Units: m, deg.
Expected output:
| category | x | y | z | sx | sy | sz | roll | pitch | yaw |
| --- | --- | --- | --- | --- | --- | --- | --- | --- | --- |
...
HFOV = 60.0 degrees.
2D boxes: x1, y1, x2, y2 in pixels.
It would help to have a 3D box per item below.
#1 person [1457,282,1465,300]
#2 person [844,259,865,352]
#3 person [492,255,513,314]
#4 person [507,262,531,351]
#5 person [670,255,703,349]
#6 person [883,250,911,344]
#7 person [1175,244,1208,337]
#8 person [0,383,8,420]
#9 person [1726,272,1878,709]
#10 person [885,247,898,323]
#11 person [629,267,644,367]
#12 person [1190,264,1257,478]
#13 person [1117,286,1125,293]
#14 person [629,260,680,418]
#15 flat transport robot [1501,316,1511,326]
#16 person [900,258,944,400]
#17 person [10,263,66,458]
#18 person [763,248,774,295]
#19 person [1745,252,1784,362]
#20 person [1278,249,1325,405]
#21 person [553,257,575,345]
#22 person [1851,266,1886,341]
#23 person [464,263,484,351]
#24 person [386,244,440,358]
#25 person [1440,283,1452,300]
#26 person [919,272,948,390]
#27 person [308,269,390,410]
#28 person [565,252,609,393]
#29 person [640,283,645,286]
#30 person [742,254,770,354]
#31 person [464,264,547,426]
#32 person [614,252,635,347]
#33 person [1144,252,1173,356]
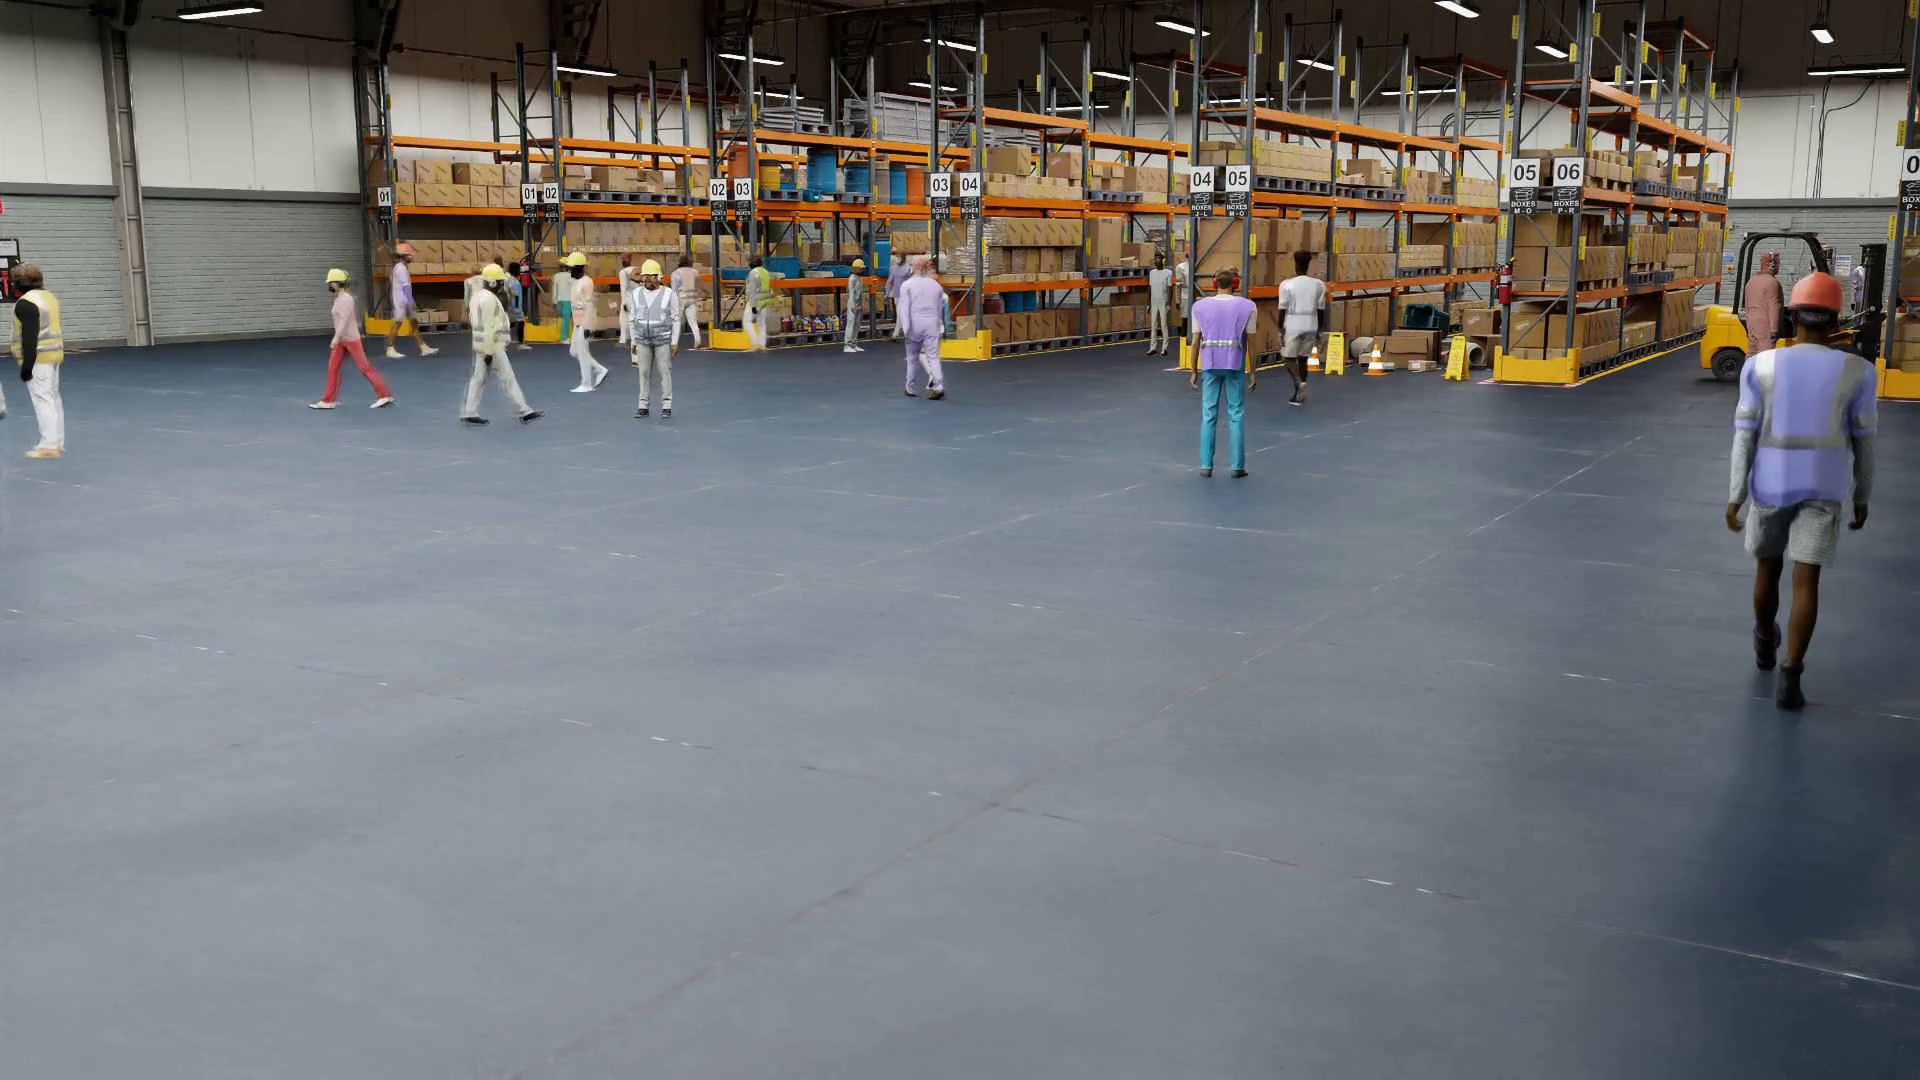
| category | x | y | z | sx | sy | sz | roll | pitch | yaw |
| --- | --- | --- | --- | --- | --- | --- | --- | --- | --- |
| person | 12.532 | -6.373 | 41.969 | 0.653 | 1.834 | 0.589 | -9 | 14 | -42 |
| person | -1.938 | -4.369 | 31.049 | 0.388 | 1.731 | 0.495 | 4 | 11 | 20 |
| person | -8.546 | -4.343 | 30.713 | 0.562 | 1.786 | 0.989 | -4 | 11 | -21 |
| person | -8.474 | -4.397 | 31.319 | 0.646 | 1.671 | 0.532 | -8 | 13 | -38 |
| person | -5.254 | -4.543 | 31.806 | 0.623 | 1.808 | 0.889 | -7 | 12 | -35 |
| person | -1.182 | -4.891 | 33.551 | 0.650 | 1.887 | 1.040 | 10 | 14 | 43 |
| person | 4.233 | -4.398 | 30.353 | 0.606 | 2.035 | 0.407 | 1 | 10 | 3 |
| person | -7.559 | -1.035 | 12.709 | 0.518 | 1.591 | 0.821 | 0 | 10 | -2 |
| person | 3.790 | -0.245 | 7.492 | 0.570 | 1.883 | 0.987 | 6 | 12 | 30 |
| person | -1.661 | -6.490 | 42.376 | 0.564 | 1.917 | 0.410 | 4 | 11 | 23 |
| person | -5.279 | -3.663 | 27.344 | 0.279 | 1.634 | 0.498 | -4 | 11 | -23 |
| person | 2.271 | -1.449 | 14.362 | 0.568 | 1.840 | 0.374 | 3 | 10 | 14 |
| person | 4.503 | -7.146 | 46.011 | 0.375 | 1.933 | 0.550 | 4 | 11 | 24 |
| person | -3.547 | -2.323 | 19.282 | 0.591 | 1.834 | 0.404 | 1 | 10 | 7 |
| flat transport robot | 13.507 | -5.359 | 40.662 | 0.652 | 0.197 | 1.431 | -2 | 10 | -9 |
| person | -0.484 | -2.749 | 21.698 | 0.645 | 1.840 | 1.010 | -5 | 11 | -24 |
| person | -8.752 | -1.703 | 15.790 | 0.429 | 1.842 | 0.631 | -2 | 10 | -9 |
| person | -5.359 | -7.228 | 46.620 | 0.360 | 1.882 | 0.575 | -4 | 11 | -23 |
| person | 10.257 | -2.700 | 21.185 | 0.407 | 1.910 | 0.639 | -1 | 10 | -4 |
| person | 4.233 | -2.615 | 20.602 | 0.611 | 1.946 | 0.679 | -2 | 10 | -8 |
| person | -7.857 | -4.797 | 33.393 | 0.532 | 1.748 | 0.610 | 7 | 12 | 35 |
| person | 17.235 | -4.559 | 31.575 | 0.588 | 1.918 | 0.398 | 1 | 10 | 6 |
| person | -9.089 | -4.394 | 31.419 | 0.515 | 1.641 | 0.314 | -2 | 10 | -12 |
| person | -9.701 | -4.205 | 29.340 | 1.001 | 1.995 | 0.611 | -3 | 11 | -16 |
| person | 12.024 | -6.269 | 41.240 | 0.697 | 1.885 | 0.636 | 2 | 10 | 12 |
| person | -0.374 | -2.856 | 22.821 | 0.517 | 1.625 | 0.454 | -6 | 12 | -28 |
| person | -7.468 | -2.446 | 20.307 | 0.934 | 1.716 | 0.526 | -9 | 13 | -40 |
| person | -5.097 | -2.960 | 22.652 | 0.522 | 1.913 | 0.593 | -6 | 12 | -31 |
| person | -7.862 | -6.060 | 40.440 | 0.531 | 1.753 | 0.459 | 6 | 12 | 30 |
| person | -3.741 | -4.327 | 30.524 | 0.470 | 1.824 | 0.638 | 5 | 11 | 27 |
| person | -5.117 | -2.157 | 18.466 | 0.918 | 1.780 | 0.604 | -5 | 11 | -27 |
| person | -6.341 | -4.648 | 32.261 | 0.844 | 1.857 | 0.582 | 7 | 12 | 33 |
| person | 3.578 | -4.242 | 29.929 | 0.528 | 1.871 | 0.323 | 8 | 13 | 37 |
